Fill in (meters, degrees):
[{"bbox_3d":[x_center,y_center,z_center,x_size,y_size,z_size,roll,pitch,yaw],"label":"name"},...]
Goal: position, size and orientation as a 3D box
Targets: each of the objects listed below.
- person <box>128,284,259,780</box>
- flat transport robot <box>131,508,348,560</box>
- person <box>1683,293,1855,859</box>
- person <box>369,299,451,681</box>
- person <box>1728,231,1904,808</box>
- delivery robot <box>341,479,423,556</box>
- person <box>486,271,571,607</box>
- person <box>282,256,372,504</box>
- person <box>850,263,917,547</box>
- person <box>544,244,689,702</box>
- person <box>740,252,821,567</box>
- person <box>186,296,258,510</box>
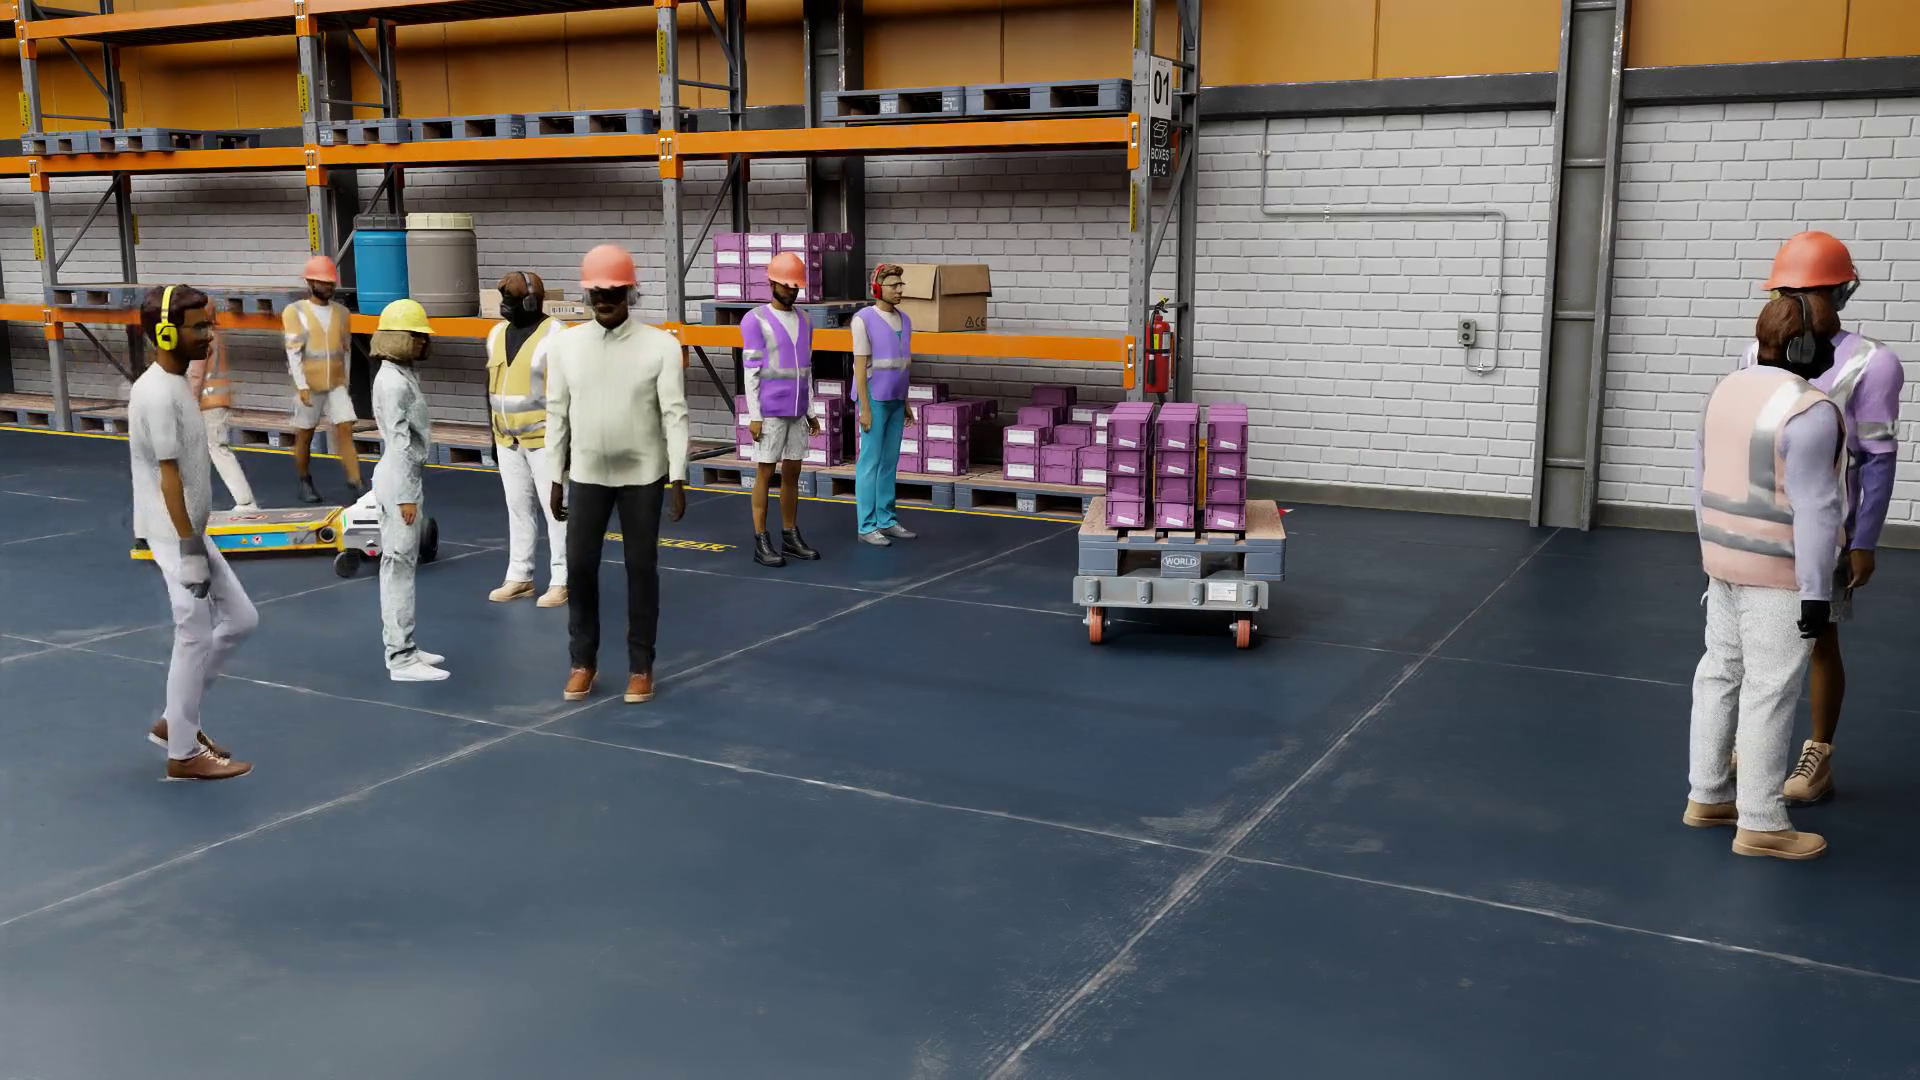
[{"bbox_3d":[-2.827,-0.011,6.151,0.398,1.852,0.548,-3,11,-18],"label":"person"},{"bbox_3d":[-4.489,-0.056,10.712,1.431,0.197,0.652,-3,10,-11],"label":"flat transport robot"},{"bbox_3d":[2.678,0.114,5.497,0.429,1.841,0.634,-1,10,-7],"label":"person"},{"bbox_3d":[-2.537,-0.230,7.656,0.313,1.741,0.487,-3,11,-18],"label":"person"},{"bbox_3d":[2.973,-0.066,5.937,0.395,2.038,0.615,-5,12,-27],"label":"person"},{"bbox_3d":[-3.520,-0.139,10.151,0.477,0.478,0.707,-1,10,-5],"label":"delivery robot"},{"bbox_3d":[-2.352,-0.549,9.140,0.624,1.841,0.430,5,12,27],"label":"person"},{"bbox_3d":[-4.748,-1.167,12.426,1.032,1.878,0.555,10,14,44],"label":"person"},{"bbox_3d":[-0.516,-0.896,11.016,0.391,1.848,0.563,6,12,32],"label":"person"},{"bbox_3d":[-1.496,-0.284,7.260,0.638,1.989,0.408,0,10,-1],"label":"person"},{"bbox_3d":[-1.083,-0.805,10.297,0.374,1.928,0.542,9,14,42],"label":"person"},{"bbox_3d":[-5.449,-0.958,11.987,0.653,1.619,0.533,-4,11,-20],"label":"person"}]
